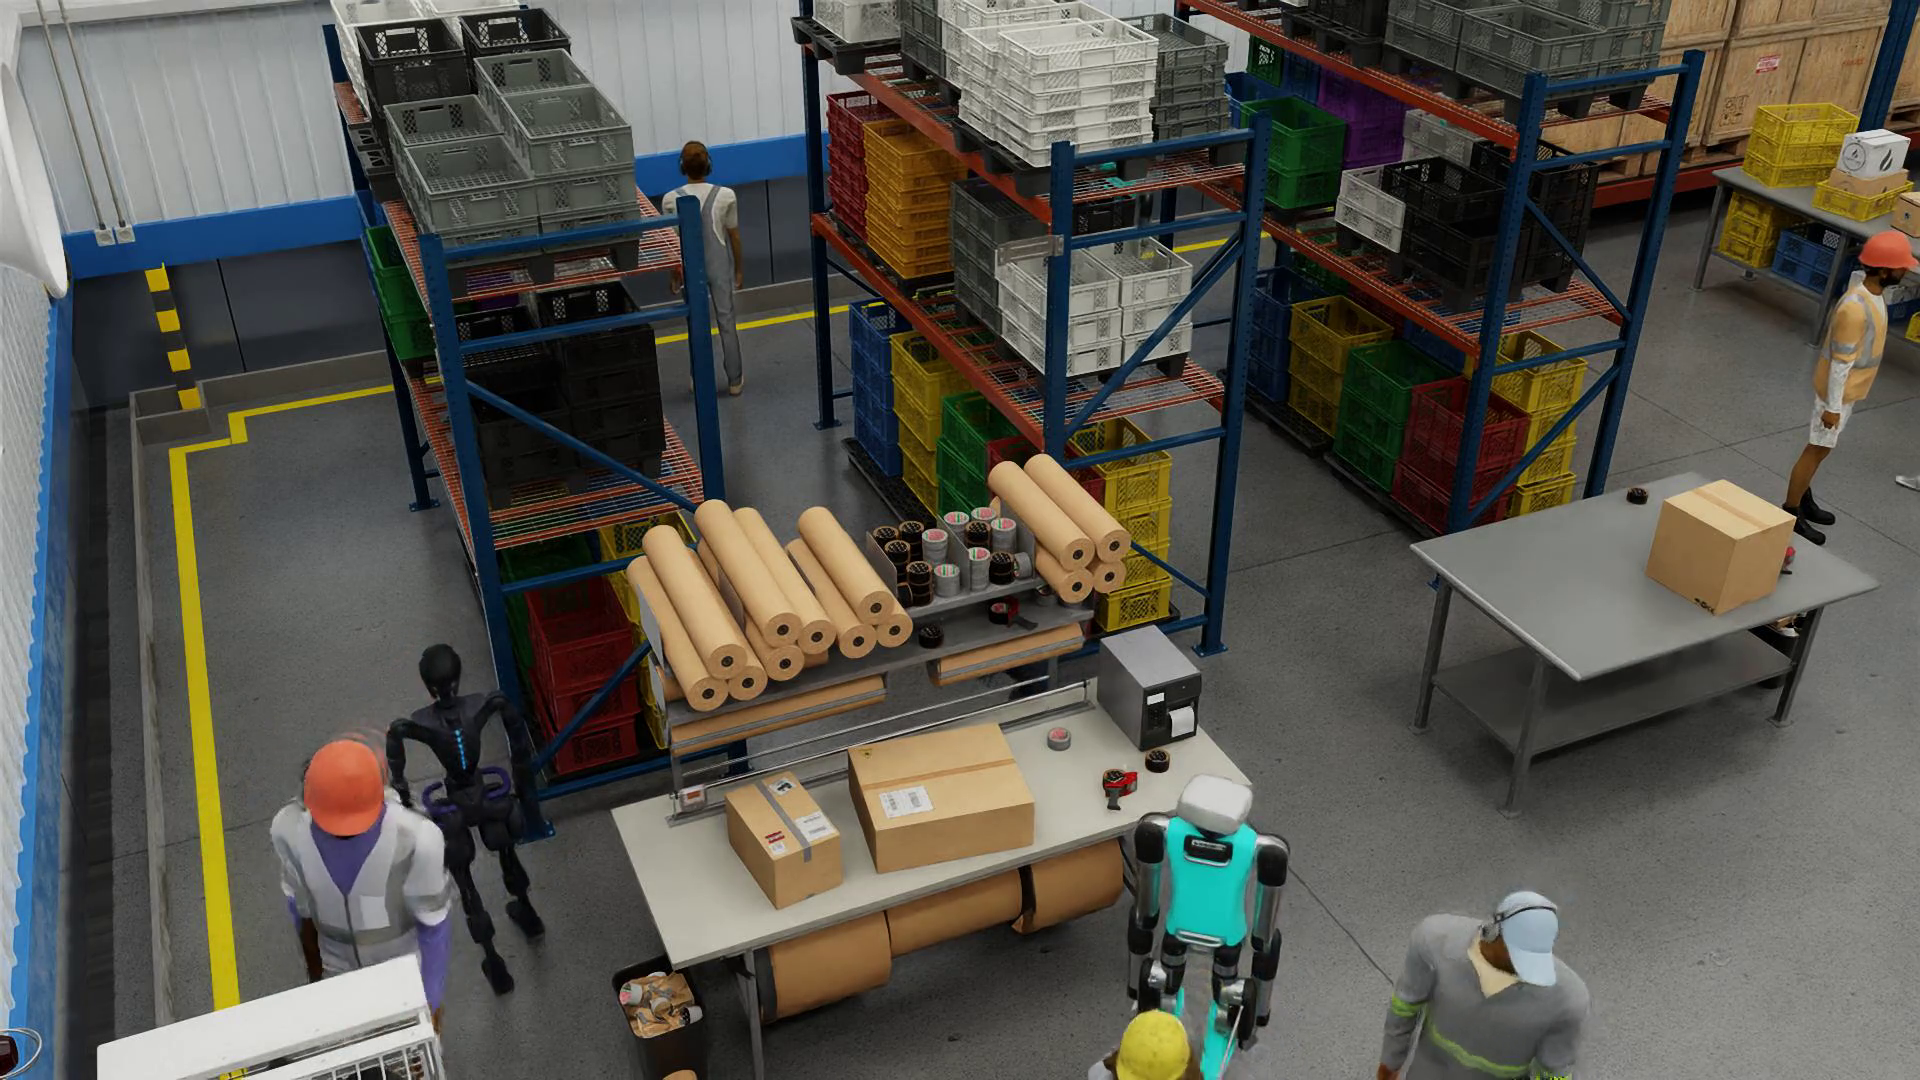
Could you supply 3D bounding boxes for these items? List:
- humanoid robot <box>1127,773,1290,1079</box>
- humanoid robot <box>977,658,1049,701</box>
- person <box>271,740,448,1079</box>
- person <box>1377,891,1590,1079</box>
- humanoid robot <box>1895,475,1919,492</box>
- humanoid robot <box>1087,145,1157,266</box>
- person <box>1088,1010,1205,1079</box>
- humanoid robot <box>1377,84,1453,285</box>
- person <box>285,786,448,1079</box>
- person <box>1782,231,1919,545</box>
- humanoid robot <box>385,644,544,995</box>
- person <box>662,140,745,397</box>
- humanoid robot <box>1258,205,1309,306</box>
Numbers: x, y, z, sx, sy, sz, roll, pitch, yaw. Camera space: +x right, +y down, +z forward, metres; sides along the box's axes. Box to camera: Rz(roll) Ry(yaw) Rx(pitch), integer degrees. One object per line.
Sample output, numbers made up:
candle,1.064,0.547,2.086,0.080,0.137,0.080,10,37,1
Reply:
humanoid robot,0.790,1.763,5.812,0.541,1.881,0.775,10,33,15
humanoid robot,0.368,0.448,7.965,0.783,1.643,0.612,27,41,37
person,-2.059,1.517,5.850,0.620,2.004,0.658,1,32,1
person,1.689,1.816,5.557,0.611,1.816,0.423,20,37,30
humanoid robot,6.430,-0.977,10.152,0.942,1.743,0.532,27,40,36
humanoid robot,1.087,-2.140,12.063,0.530,1.752,0.904,9,33,14
person,0.592,2.087,5.219,0.488,1.693,0.911,16,35,25
humanoid robot,3.449,-2.640,12.959,0.734,1.909,0.544,22,38,31
person,-2.178,1.463,6.094,0.704,1.843,0.519,16,35,25
person,5.244,-0.901,9.841,0.354,1.938,0.550,21,37,30
humanoid robot,-2.024,1.120,6.818,0.603,1.652,0.530,-16,35,-23
person,-1.751,-1.836,11.449,0.511,1.843,0.326,-8,32,-12
humanoid robot,2.487,-2.489,12.687,0.385,1.631,0.590,9,33,14
